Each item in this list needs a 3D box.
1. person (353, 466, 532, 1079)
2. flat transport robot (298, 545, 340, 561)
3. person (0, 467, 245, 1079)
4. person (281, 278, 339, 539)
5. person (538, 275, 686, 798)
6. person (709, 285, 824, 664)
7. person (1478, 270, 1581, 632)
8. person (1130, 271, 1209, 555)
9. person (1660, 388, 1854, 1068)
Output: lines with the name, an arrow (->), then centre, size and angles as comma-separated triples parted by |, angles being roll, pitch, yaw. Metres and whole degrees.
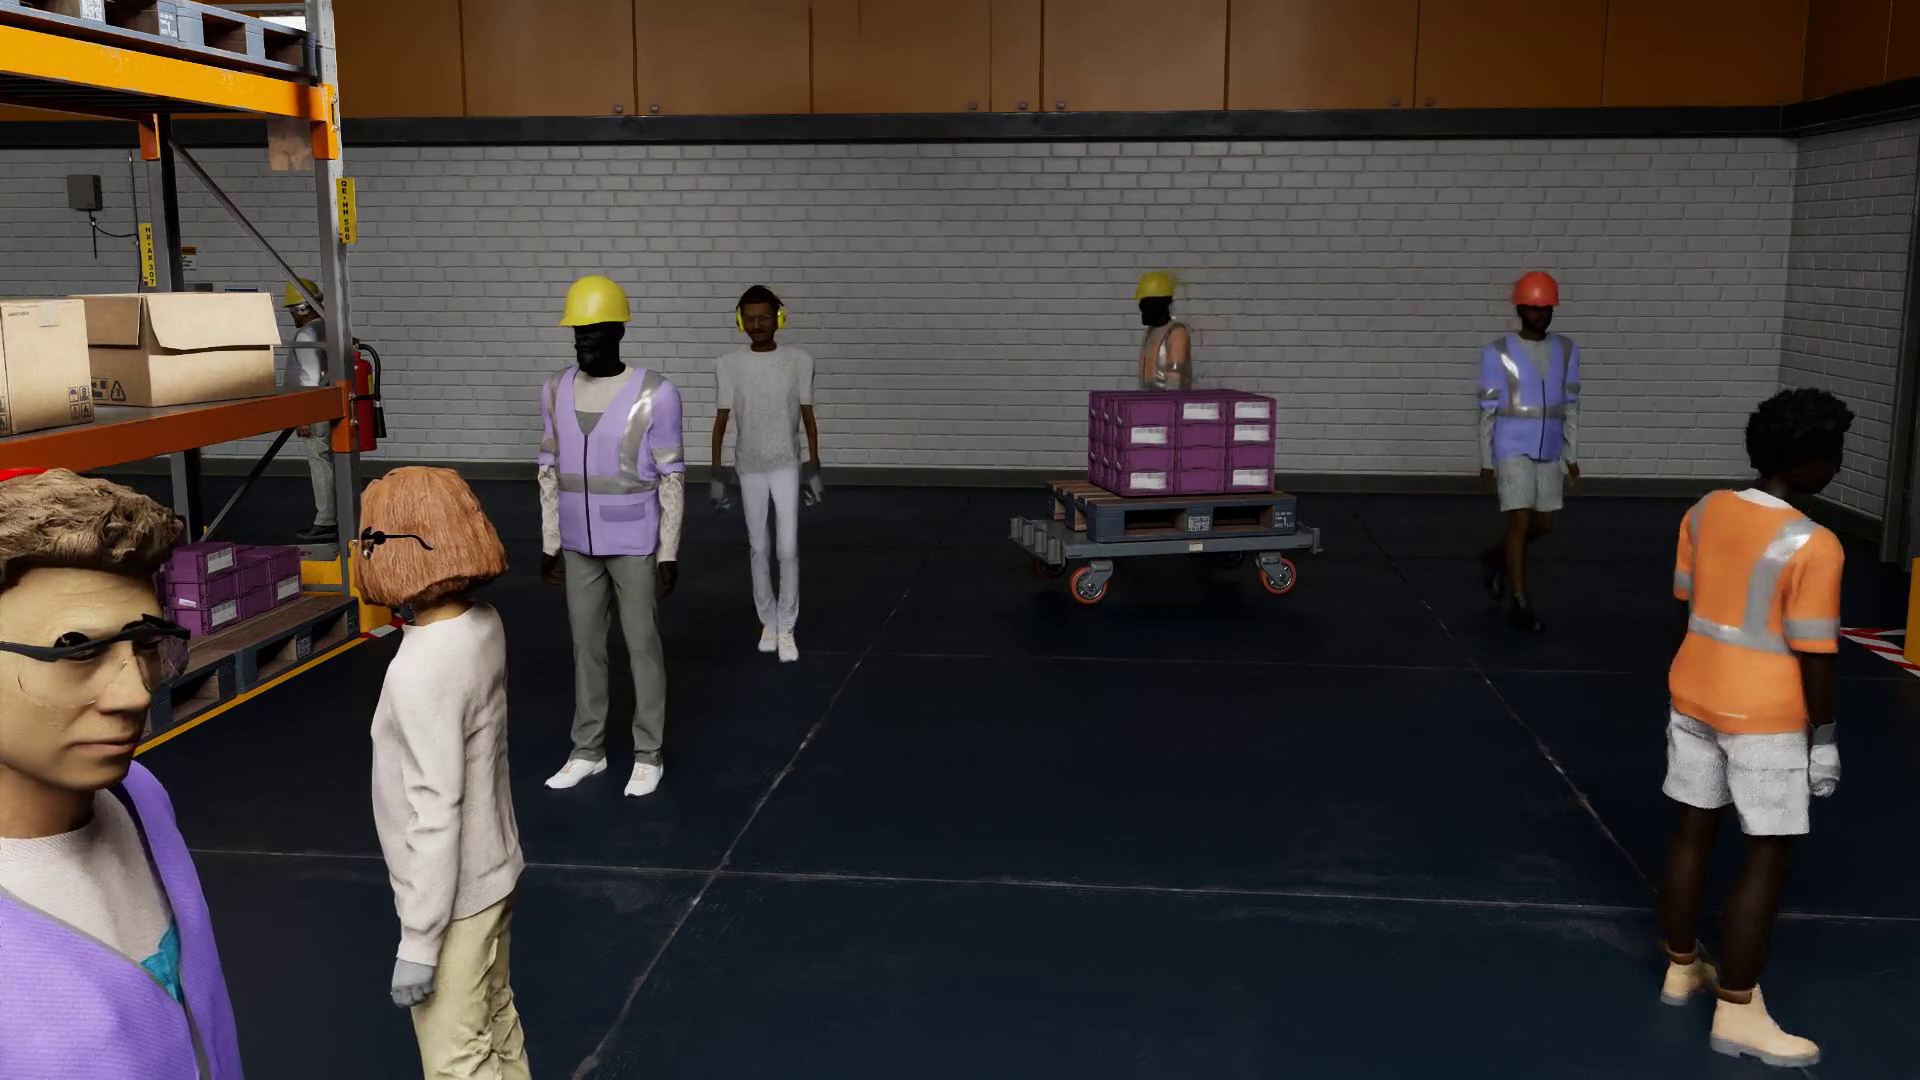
person -> -0.958, 0.673, 3.120 | 0.273, 1.632, 0.507 | -1, 10, -4
flat transport robot -> -3.869, 0.173, 9.886 | 1.431, 0.197, 0.652 | -3, 10, -14
person -> -0.838, 0.847, 1.529 | 0.373, 1.840, 0.570 | -1, 10, -7
person -> -4.535, -0.920, 11.703 | 0.403, 1.823, 0.588 | 0, 10, -2
person -> -1.301, -0.005, 6.160 | 0.585, 1.929, 0.377 | 3, 10, 19
person -> -0.957, -0.317, 8.169 | 0.564, 1.839, 0.716 | 0, 10, -3
person -> 3.052, -0.506, 9.061 | 0.545, 1.918, 0.775 | -2, 10, -10
person -> 1.272, -0.808, 10.898 | 0.980, 1.873, 0.612 | -3, 10, -19
person -> 2.023, 0.455, 4.256 | 0.317, 1.675, 0.624 | -2, 10, -13
